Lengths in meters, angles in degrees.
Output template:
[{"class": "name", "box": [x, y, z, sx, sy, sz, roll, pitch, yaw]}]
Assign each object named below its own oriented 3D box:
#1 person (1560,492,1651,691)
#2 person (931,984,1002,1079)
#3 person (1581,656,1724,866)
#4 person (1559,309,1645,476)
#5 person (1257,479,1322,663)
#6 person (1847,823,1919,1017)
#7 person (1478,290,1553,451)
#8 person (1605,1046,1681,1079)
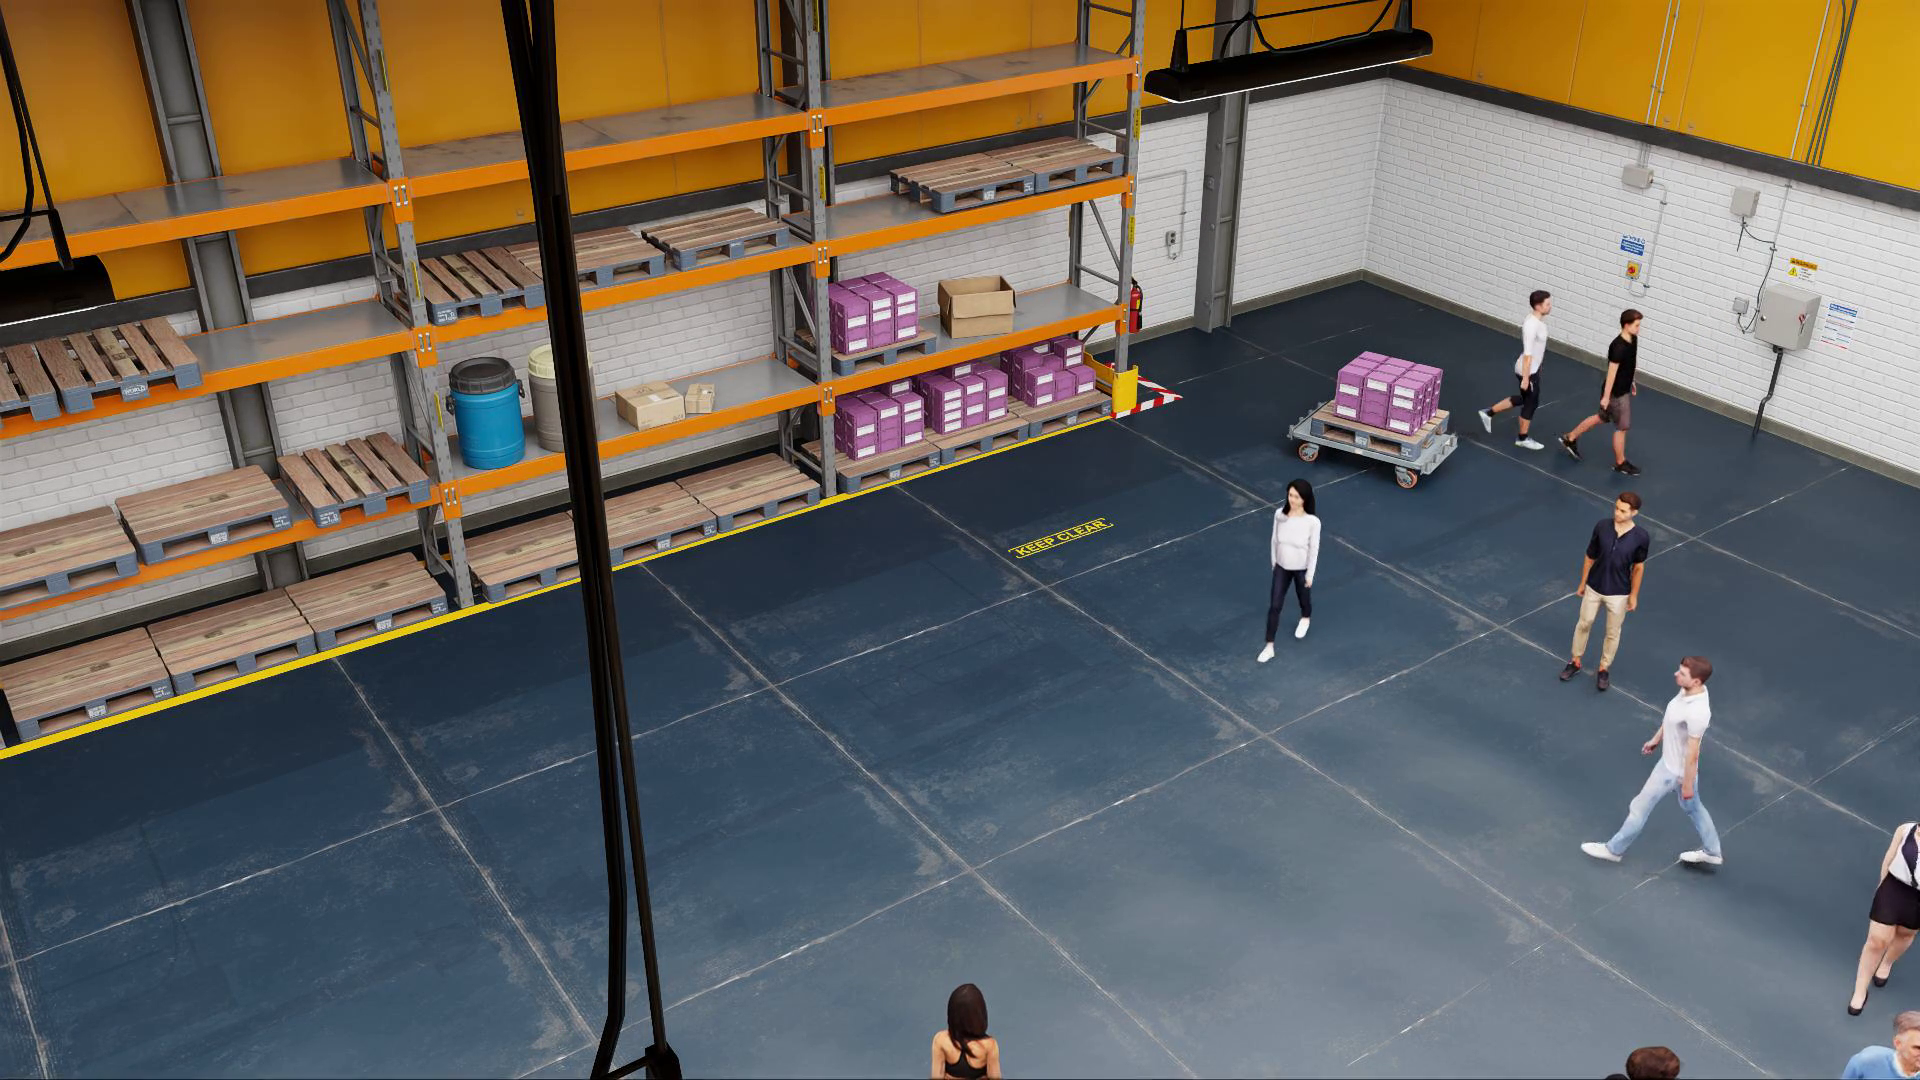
[{"class": "person", "box": [5.533, 0.404, 14.178, 0.704, 1.855, 0.664, 17, 33, 28]}, {"class": "person", "box": [0.026, 3.167, 9.336, 0.623, 1.641, 0.700, 2, 29, 4]}, {"class": "person", "box": [5.261, 1.641, 11.962, 1.173, 1.805, 1.243, 10, 30, 18]}, {"class": "person", "box": [6.999, -1.645, 17.953, 1.040, 1.837, 1.211, 16, 33, 27]}, {"class": "person", "box": [3.002, 0.222, 14.714, 0.913, 1.661, 1.181, 17, 33, 28]}, {"class": "person", "box": [6.235, 2.326, 10.899, 0.732, 1.621, 0.968, 19, 34, 31]}, {"class": "person", "box": [6.215, -1.905, 18.434, 1.054, 1.833, 1.060, 11, 30, 19]}, {"class": "person", "box": [3.417, 3.374, 8.690, 0.724, 1.896, 0.743, -4, 29, -7]}]
